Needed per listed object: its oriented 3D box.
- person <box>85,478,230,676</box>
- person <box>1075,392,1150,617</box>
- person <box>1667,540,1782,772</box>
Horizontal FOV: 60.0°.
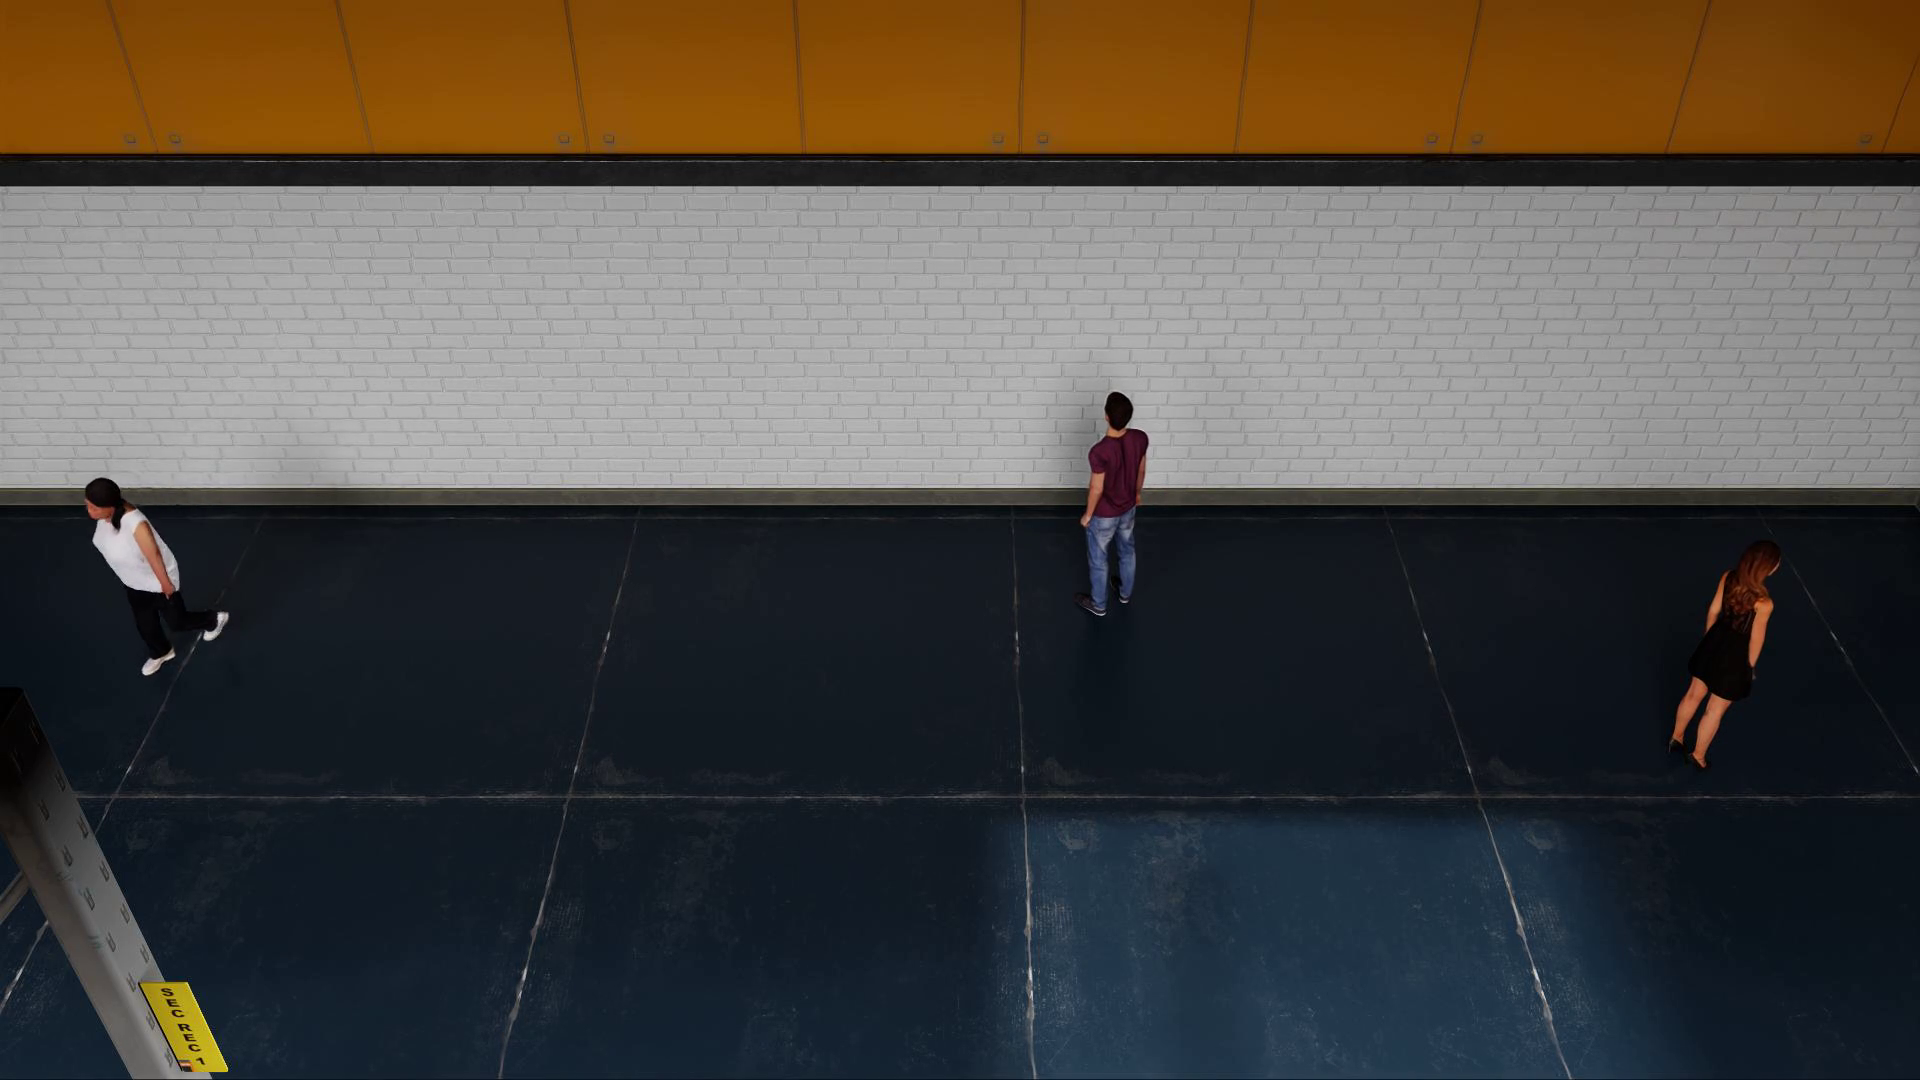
[{"bbox_3d":[-5.578,0.202,11.499,0.956,1.661,1.033,30,47,32],"label":"person"},{"bbox_3d":[1.097,-0.259,11.921,0.743,1.855,0.748,-22,44,-25],"label":"person"},{"bbox_3d":[4.898,0.754,10.670,0.722,1.835,0.594,-15,41,-18],"label":"person"}]
